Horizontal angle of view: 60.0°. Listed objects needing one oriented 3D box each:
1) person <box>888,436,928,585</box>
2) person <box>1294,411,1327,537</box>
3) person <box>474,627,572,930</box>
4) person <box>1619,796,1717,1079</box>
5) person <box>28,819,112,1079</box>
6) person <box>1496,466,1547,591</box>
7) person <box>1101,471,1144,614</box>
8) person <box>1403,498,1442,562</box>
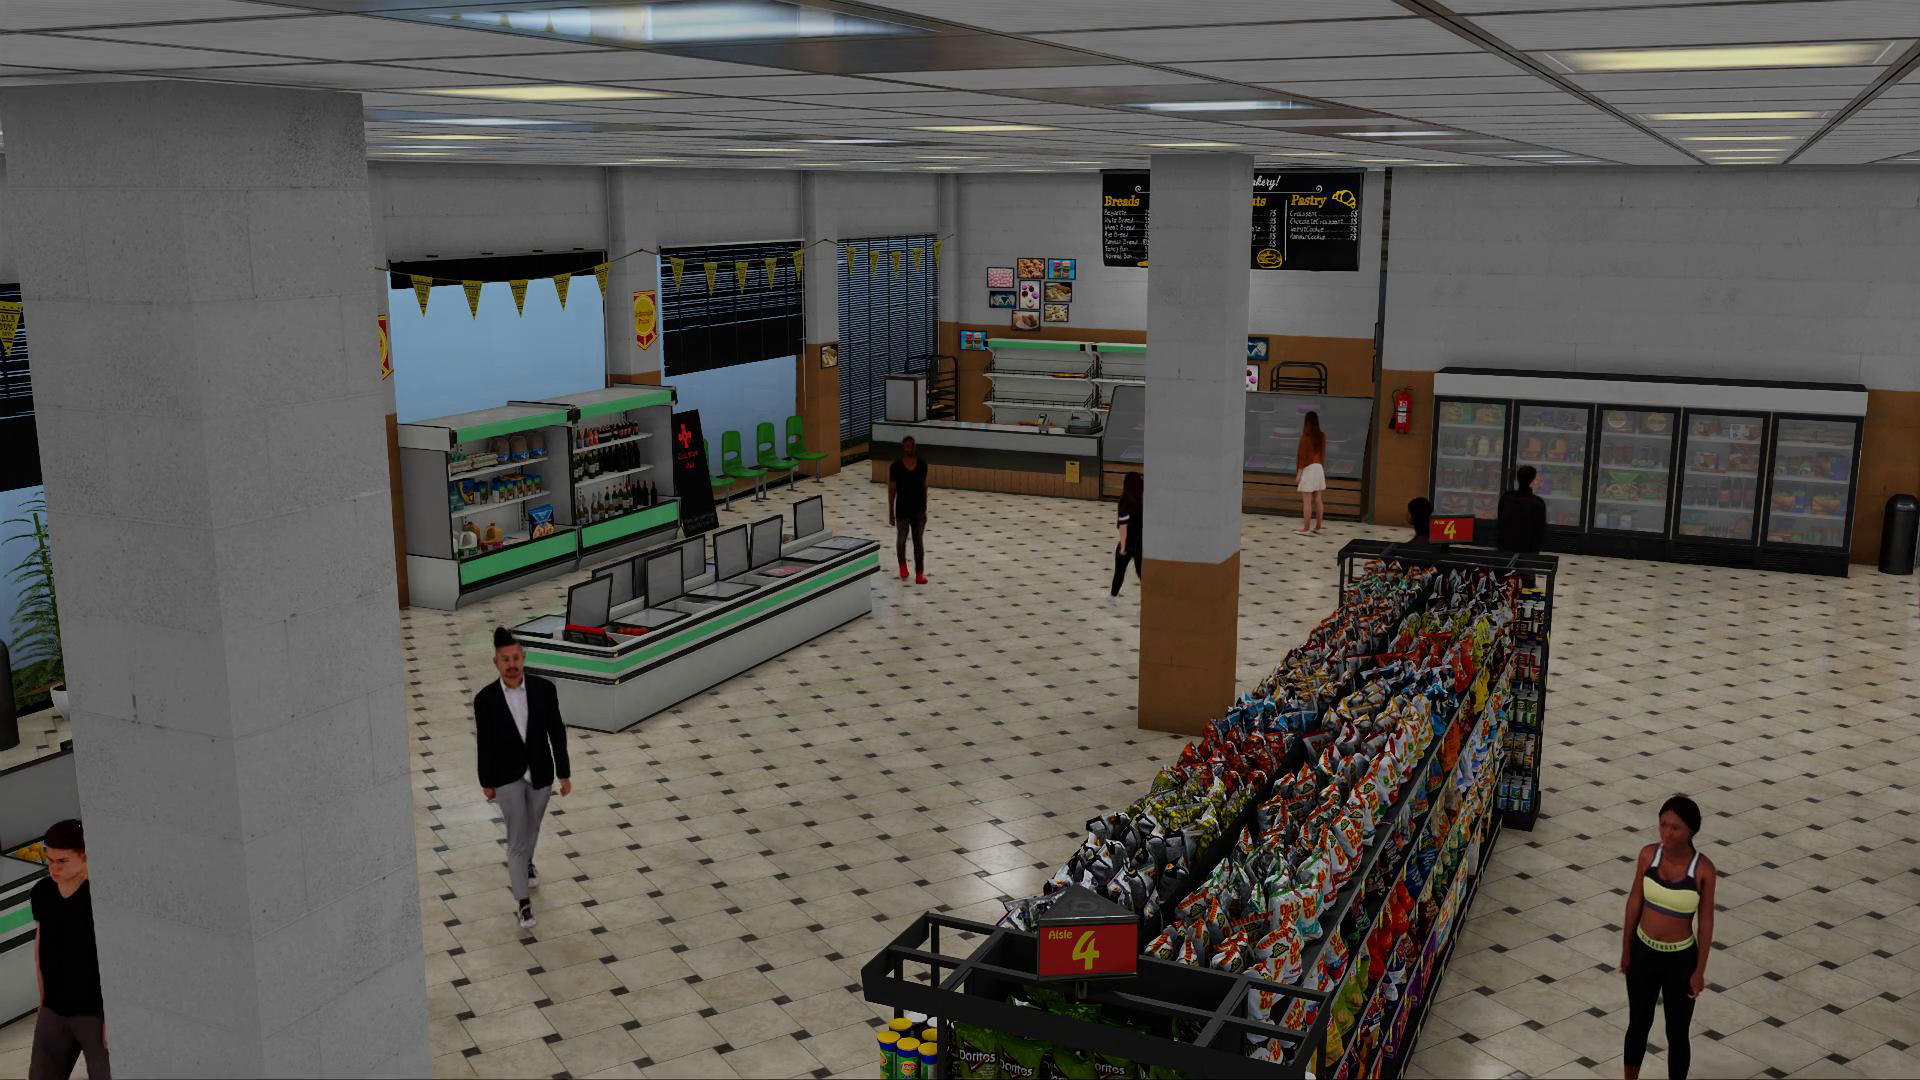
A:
[{"bbox_3d":[-0.640,-0.355,20.162,1.167,1.759,1.277,-3,12,-15],"label":"person"},{"bbox_3d":[4.858,-0.923,22.948,0.695,1.722,0.780,-6,13,-27],"label":"person"},{"bbox_3d":[-2.893,1.505,10.982,1.284,1.902,1.275,-6,13,-25],"label":"person"},{"bbox_3d":[3.565,2.123,8.403,0.614,1.755,0.589,10,16,40],"label":"person"},{"bbox_3d":[-4.106,2.174,7.917,0.754,1.855,0.666,3,12,15],"label":"person"},{"bbox_3d":[5.873,0.151,17.696,0.905,1.786,1.238,9,15,38],"label":"person"},{"bbox_3d":[1.992,0.075,18.531,1.089,1.589,1.074,-6,14,-28],"label":"person"},{"bbox_3d":[4.473,0.496,15.960,0.745,1.825,0.587,4,12,17],"label":"person"}]
